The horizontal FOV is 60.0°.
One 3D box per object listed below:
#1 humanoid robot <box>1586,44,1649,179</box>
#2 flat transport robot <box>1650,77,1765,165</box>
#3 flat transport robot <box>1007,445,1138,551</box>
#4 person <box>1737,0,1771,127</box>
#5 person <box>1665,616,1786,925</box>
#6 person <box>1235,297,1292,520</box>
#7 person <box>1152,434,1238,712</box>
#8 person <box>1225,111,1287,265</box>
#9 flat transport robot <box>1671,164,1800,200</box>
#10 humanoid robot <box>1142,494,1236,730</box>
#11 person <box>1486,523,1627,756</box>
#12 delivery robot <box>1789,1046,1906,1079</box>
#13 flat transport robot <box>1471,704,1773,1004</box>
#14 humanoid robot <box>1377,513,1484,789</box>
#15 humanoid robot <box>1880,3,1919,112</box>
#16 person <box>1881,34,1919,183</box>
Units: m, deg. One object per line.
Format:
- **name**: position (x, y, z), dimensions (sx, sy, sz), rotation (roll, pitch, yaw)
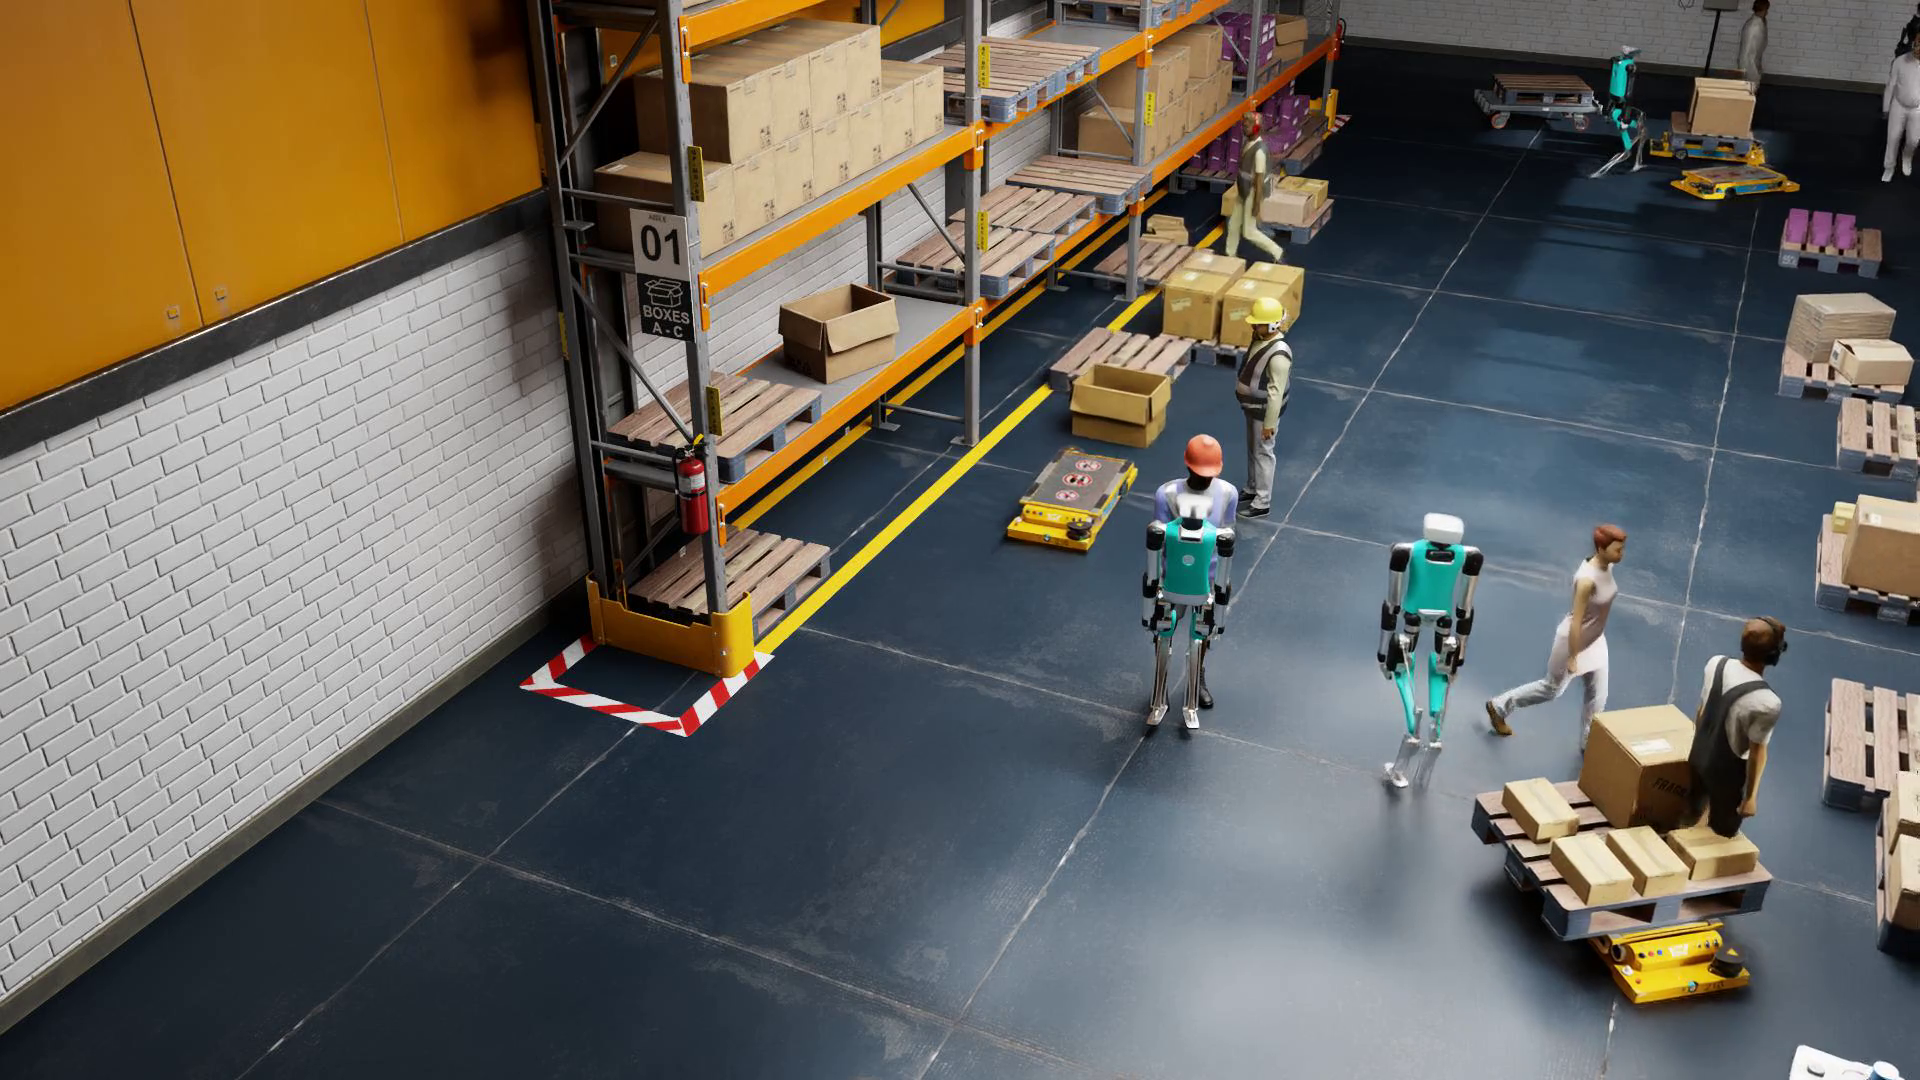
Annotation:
- **humanoid robot**: position (8.679, -5.483, 21.400), dimensions (1.034, 1.769, 0.536), rotation (-5, 29, -8)
- **flat transport robot**: position (10.152, -5.330, 22.610), dimensions (1.431, 0.231, 0.659), rotation (10, 30, 18)
- **flat transport robot**: position (0.926, -0.353, 13.383), dimensions (0.659, 0.231, 1.431), rotation (10, 30, 19)
- **person**: position (11.254, -6.834, 23.767), dimensions (0.567, 1.809, 0.520), rotation (22, 35, 35)
- **person**: position (4.047, 1.220, 8.826), dimensions (0.361, 1.836, 0.507), rotation (-8, 29, -15)
- **person**: position (2.356, -1.042, 13.026), dimensions (0.403, 1.825, 0.589), rotation (-3, 28, -5)
- **person**: position (1.476, 0.212, 10.582), dimensions (0.543, 1.936, 0.356), rotation (-4, 29, -8)
- **person**: position (3.166, -3.741, 18.031), dimensions (0.776, 1.821, 0.575), rotation (-3, 29, -6)
- **flat transport robot**: position (9.879, -4.557, 21.179), dimensions (1.431, 0.231, 0.659), rotation (-8, 29, -14)
- **humanoid robot**: position (1.405, 0.374, 10.343), dimensions (0.533, 1.681, 0.735), rotation (5, 29, 9)
- **person**: position (3.729, 0.599, 10.181), dimensions (0.804, 1.627, 0.454), rotation (22, 36, 35)
- **delivery robot**: position (4.149, 2.630, 7.547), dimensions (0.774, 0.592, 0.499), rotation (16, 32, 27)
- **flat transport robot**: position (3.615, 1.941, 9.129), dimensions (0.659, 0.231, 1.431), rotation (-6, 29, -10)
- **humanoid robot**: position (2.738, 0.806, 9.749), dimensions (0.541, 1.842, 0.766), rotation (2, 28, 3)
- **humanoid robot**: position (13.910, -7.089, 24.401), dimensions (0.620, 1.632, 0.473), rotation (-10, 30, -19)
- **person**: position (12.133, -5.521, 21.265), dimensions (0.659, 1.885, 0.453), rotation (16, 32, 27)
